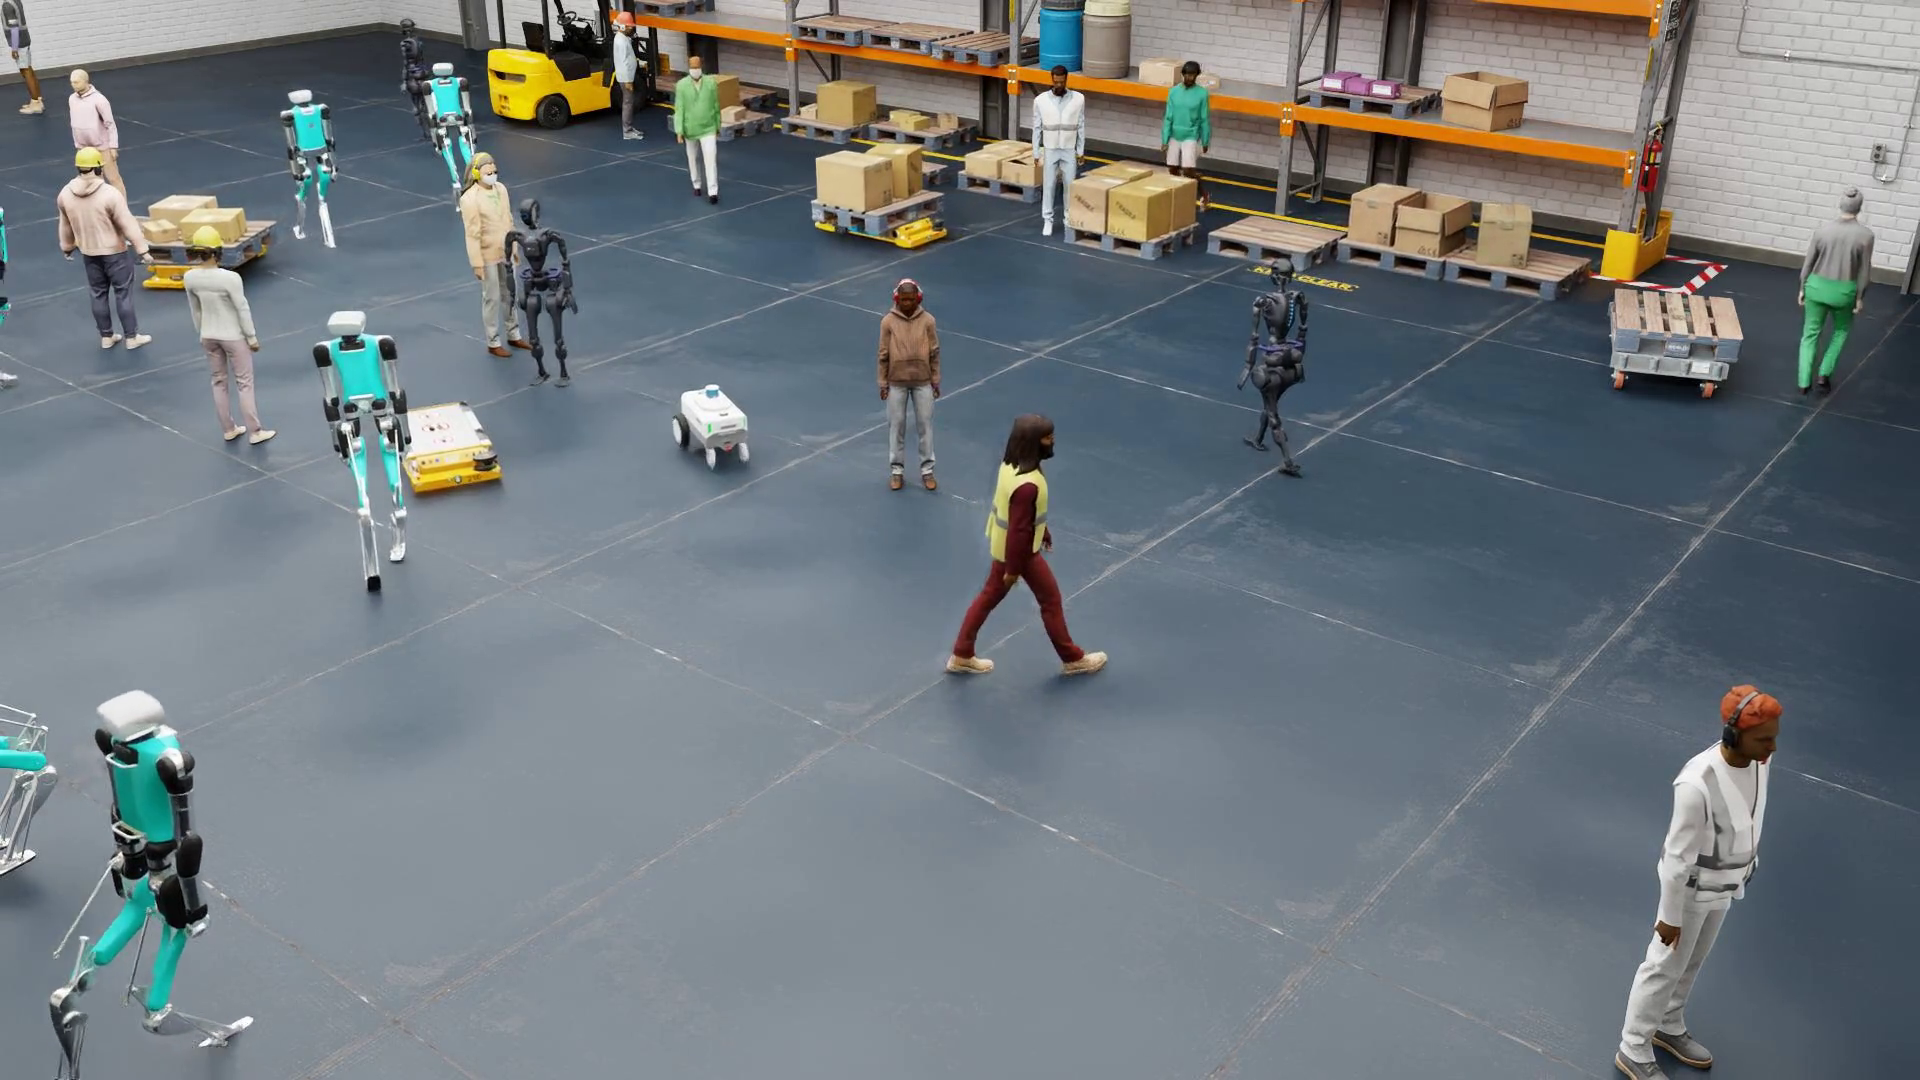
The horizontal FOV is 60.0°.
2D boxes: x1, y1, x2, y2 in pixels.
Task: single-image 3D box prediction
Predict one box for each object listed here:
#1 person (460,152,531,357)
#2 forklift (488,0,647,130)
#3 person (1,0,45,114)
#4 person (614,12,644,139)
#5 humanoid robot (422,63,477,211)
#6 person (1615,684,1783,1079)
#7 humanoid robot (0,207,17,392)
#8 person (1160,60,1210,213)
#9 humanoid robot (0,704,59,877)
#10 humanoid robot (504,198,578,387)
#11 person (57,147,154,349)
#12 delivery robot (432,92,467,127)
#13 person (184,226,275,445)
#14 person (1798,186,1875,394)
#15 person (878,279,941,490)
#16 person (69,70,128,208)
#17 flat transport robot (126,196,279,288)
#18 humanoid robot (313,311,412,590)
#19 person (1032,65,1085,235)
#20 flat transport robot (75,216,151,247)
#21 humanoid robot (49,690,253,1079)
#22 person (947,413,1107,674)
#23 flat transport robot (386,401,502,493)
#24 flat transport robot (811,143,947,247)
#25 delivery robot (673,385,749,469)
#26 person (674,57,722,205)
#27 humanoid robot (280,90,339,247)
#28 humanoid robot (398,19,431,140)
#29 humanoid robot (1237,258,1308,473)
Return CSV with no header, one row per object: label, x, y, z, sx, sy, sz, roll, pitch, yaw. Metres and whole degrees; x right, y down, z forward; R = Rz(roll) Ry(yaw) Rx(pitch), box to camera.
person,-4.245,-2.587,15.100,0.423,1.867,0.565,13,29,25
forklift,-5.874,-7.334,24.552,1.214,2.155,2.313,19,32,34
person,-14.155,-7.450,24.963,0.376,2.043,0.606,-8,27,-15
person,-4.673,-6.537,23.417,0.347,1.739,0.571,-5,26,-10
humanoid robot,-5.922,-4.632,19.503,0.546,1.797,0.827,-9,27,-17
person,3.025,1.417,6.780,0.583,1.882,0.337,-20,32,-35
humanoid robot,-8.418,-2.046,14.220,0.766,1.869,0.559,-18,31,-32
person,2.648,-4.686,19.482,0.484,1.836,0.495,19,31,33
humanoid robot,-4.728,0.830,8.009,0.735,1.677,0.533,-23,34,-39
humanoid robot,-3.622,-2.143,14.394,0.613,1.649,0.307,0,26,0
person,-7.850,-2.654,15.248,0.818,1.855,0.431,1,26,3
delivery robot,-7.547,-6.349,24.398,0.525,0.600,0.772,-11,28,-22
person,-5.828,-1.619,13.211,0.526,1.761,0.331,7,27,14
person,7.446,-2.134,14.193,0.543,1.828,0.431,16,30,29
person,-0.379,-1.163,12.396,0.469,1.643,0.337,-3,26,-5
person,-9.954,-4.527,19.202,0.539,1.781,0.398,5,26,11
flat transport robot,-8.019,-2.958,17.697,0.659,0.231,1.431,2,26,4
humanoid robot,-3.945,-0.537,11.062,0.555,1.837,0.886,-5,26,-10
person,1.113,-4.408,18.823,0.596,1.907,0.410,-2,26,-5
flat transport robot,-9.266,-3.447,18.710,1.431,0.231,0.659,4,26,8
humanoid robot,-3.467,1.559,6.698,0.534,1.775,0.994,16,30,30
person,0.371,0.047,9.825,0.980,1.713,0.470,-4,26,-8
flat transport robot,-4.109,-0.761,13.147,0.659,0.231,1.431,-12,28,-23
flat transport robot,-0.916,-3.610,19.048,1.431,0.231,0.659,18,31,33
delivery robot,-1.955,-0.932,13.194,0.499,0.614,0.815,-12,28,-24
person,-3.171,-4.969,20.179,0.583,1.730,0.965,-5,26,-10
humanoid robot,-7.300,-4.130,18.514,0.557,1.824,0.874,-22,34,-38
humanoid robot,-7.620,-6.459,23.346,0.390,1.649,0.601,5,26,9
humanoid robot,2.449,-1.352,12.829,0.609,1.630,0.823,-14,29,-27
